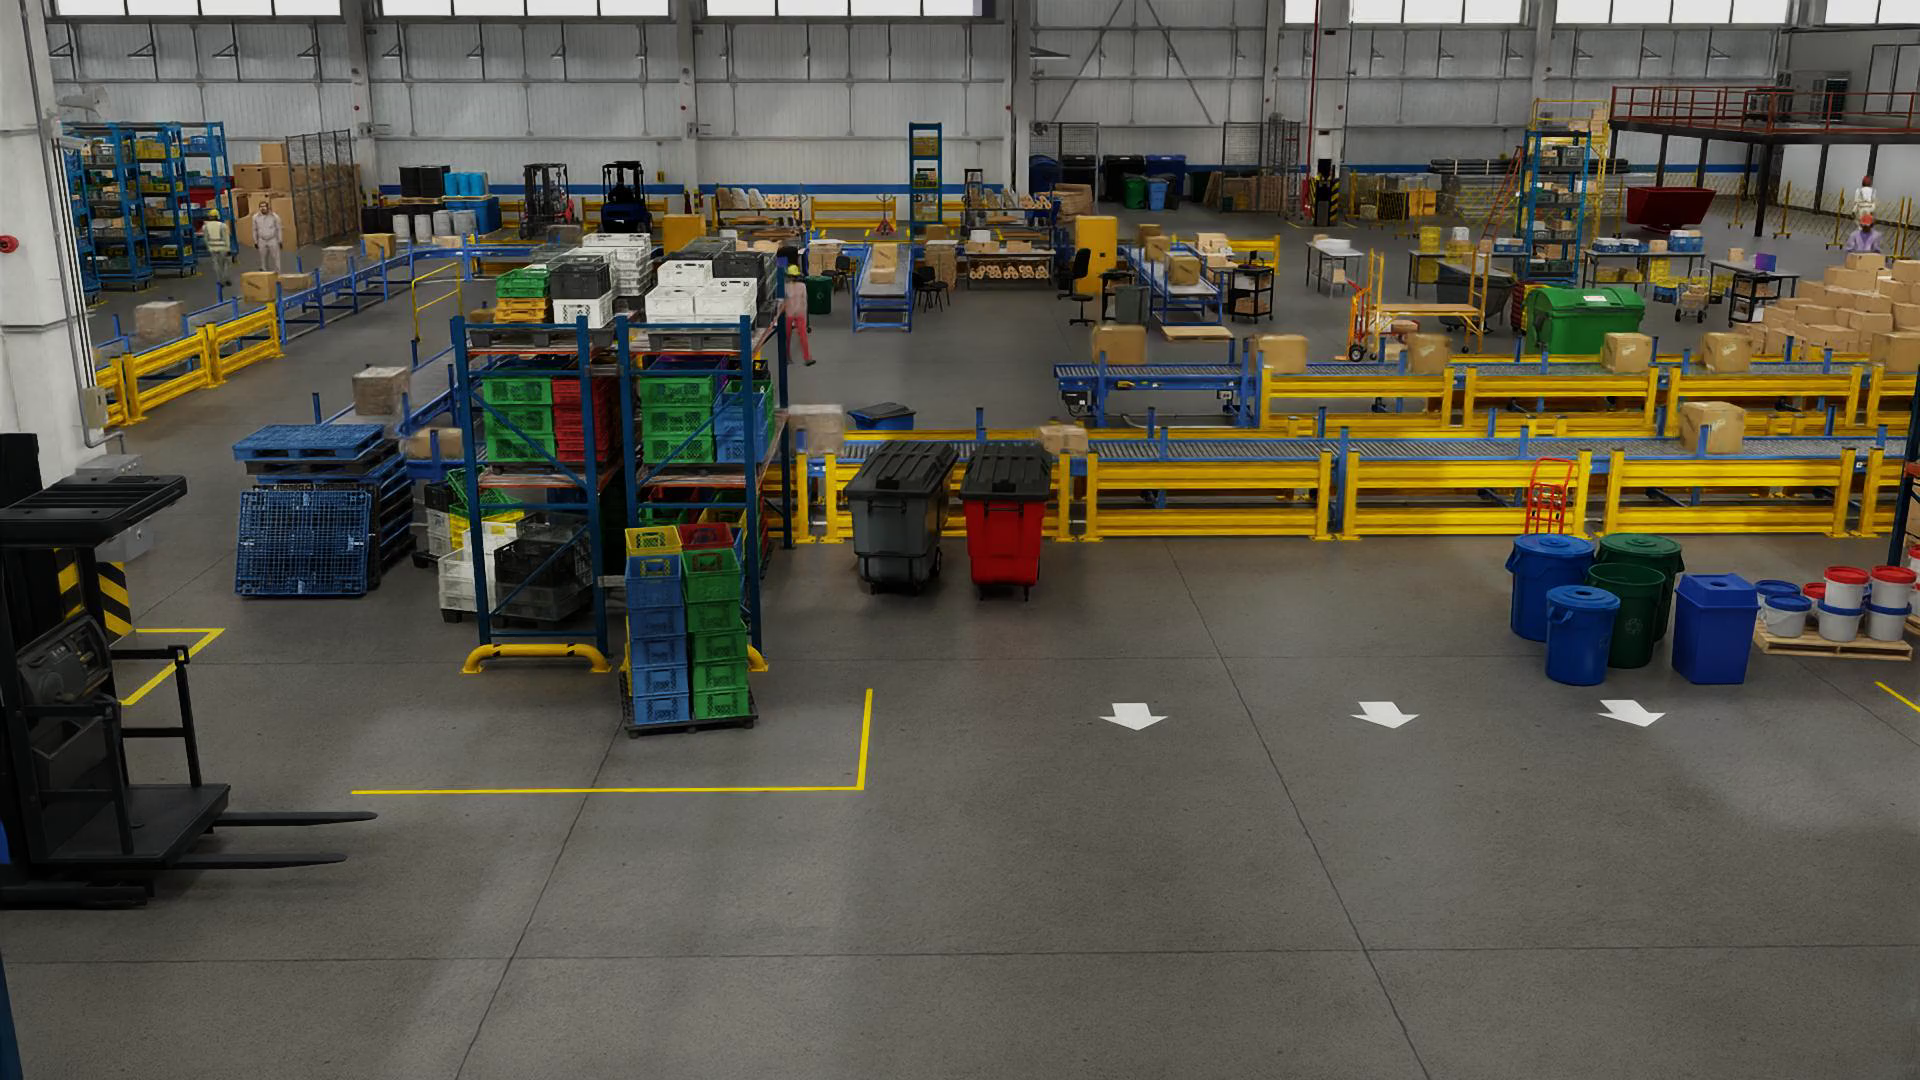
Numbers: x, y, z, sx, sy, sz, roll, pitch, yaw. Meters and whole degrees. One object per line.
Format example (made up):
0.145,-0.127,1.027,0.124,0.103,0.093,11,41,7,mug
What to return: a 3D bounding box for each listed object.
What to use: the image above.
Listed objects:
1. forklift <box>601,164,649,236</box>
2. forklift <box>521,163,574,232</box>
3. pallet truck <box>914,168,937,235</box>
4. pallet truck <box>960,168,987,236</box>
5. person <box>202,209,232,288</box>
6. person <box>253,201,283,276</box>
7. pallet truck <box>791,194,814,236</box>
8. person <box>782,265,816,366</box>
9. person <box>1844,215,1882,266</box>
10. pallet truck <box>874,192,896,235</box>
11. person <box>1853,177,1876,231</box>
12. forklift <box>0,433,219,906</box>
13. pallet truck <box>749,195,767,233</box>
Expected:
-9.948,-10.127,49.296,1.157,1.987,2.680,-1,16,-3,forklift
-12.233,-10.122,49.298,1.157,1.987,2.680,0,16,-1,forklift
-0.989,-10.316,50.507,0.823,1.965,1.885,1,16,3,pallet truck
0.383,-10.230,50.206,0.823,1.965,1.885,-1,16,-3,pallet truck
-17.131,-6.744,38.448,0.605,1.792,0.785,-2,16,-8,person
-16.382,-7.066,39.371,0.650,1.906,0.401,-3,16,-10,person
-4.814,-9.883,50.259,0.704,1.261,1.522,-1,16,-3,pallet truck
-2.799,-3.817,28.381,0.549,1.719,0.900,-9,18,-29,person
18.828,-5.779,34.750,0.633,1.985,1.033,11,19,33,person
-2.277,-9.986,50.594,0.653,1.274,1.630,0,16,-1,pallet truck
26.137,-9.540,48.058,0.587,1.867,0.698,1,16,2,person
-5.952,0.780,10.366,1.873,2.768,1.129,0,16,-1,forklift
-6.051,-9.967,50.660,0.680,1.201,1.601,0,16,-1,pallet truck
